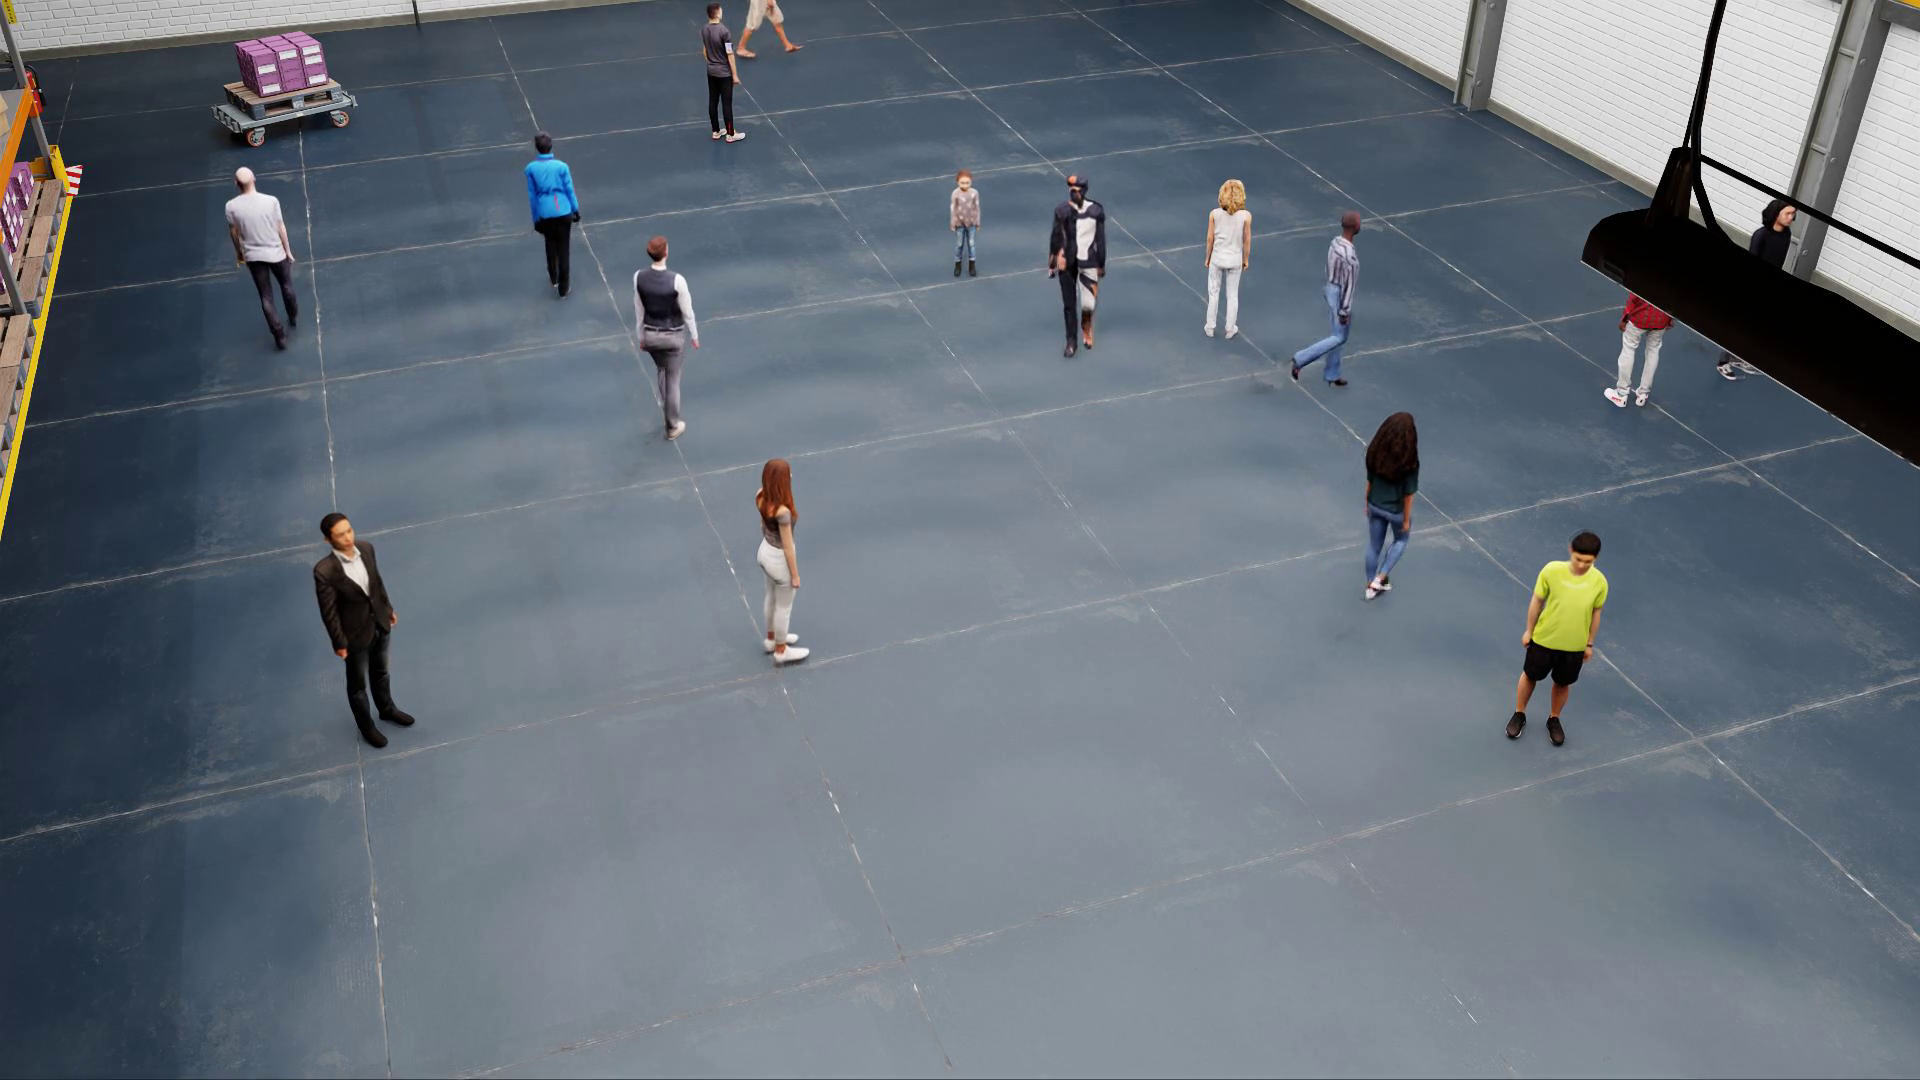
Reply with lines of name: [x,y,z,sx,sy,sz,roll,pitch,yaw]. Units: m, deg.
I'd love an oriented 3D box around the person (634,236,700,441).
person: [-2.682,-1.771,14.902,0.853,1.912,0.908,8,34,12]

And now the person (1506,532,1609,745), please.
person: [4.127,0.645,11.453,0.702,1.707,0.727,9,35,13]

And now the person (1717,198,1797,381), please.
person: [7.680,-2.458,16.004,0.658,1.837,0.552,-15,36,-21]

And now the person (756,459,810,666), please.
person: [-1.345,0.160,12.174,0.693,1.716,0.540,-20,39,-27]

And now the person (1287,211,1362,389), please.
person: [3.484,-2.234,15.727,0.801,1.769,0.875,-3,34,-5]

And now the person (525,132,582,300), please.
person: [-4.269,-3.372,17.431,0.746,1.780,0.827,1,34,1]

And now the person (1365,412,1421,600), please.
person: [3.271,-0.221,12.844,0.706,1.610,0.784,24,41,32]

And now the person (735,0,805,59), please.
person: [-2.992,-7.921,24.244,1.003,1.813,1.258,0,34,0]

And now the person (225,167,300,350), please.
person: [-6.891,-2.761,16.490,0.679,1.804,1.008,-12,35,-17]

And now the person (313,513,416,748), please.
person: [-4.134,0.589,11.449,0.785,1.804,0.740,16,37,23]

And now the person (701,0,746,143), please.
person: [-3.103,-6.030,21.445,0.685,1.764,0.784,21,39,28]

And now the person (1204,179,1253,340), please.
person: [2.673,-2.826,16.708,0.675,1.671,0.694,6,34,9]

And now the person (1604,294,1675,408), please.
person: [6.425,-2.098,15.478,0.739,1.820,0.698,0,34,-1]

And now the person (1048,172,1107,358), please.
person: [1.177,-2.742,16.390,0.848,1.884,0.862,6,34,8]

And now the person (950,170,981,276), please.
person: [0.063,-3.472,18.110,0.527,1.194,0.539,-1,34,-2]
